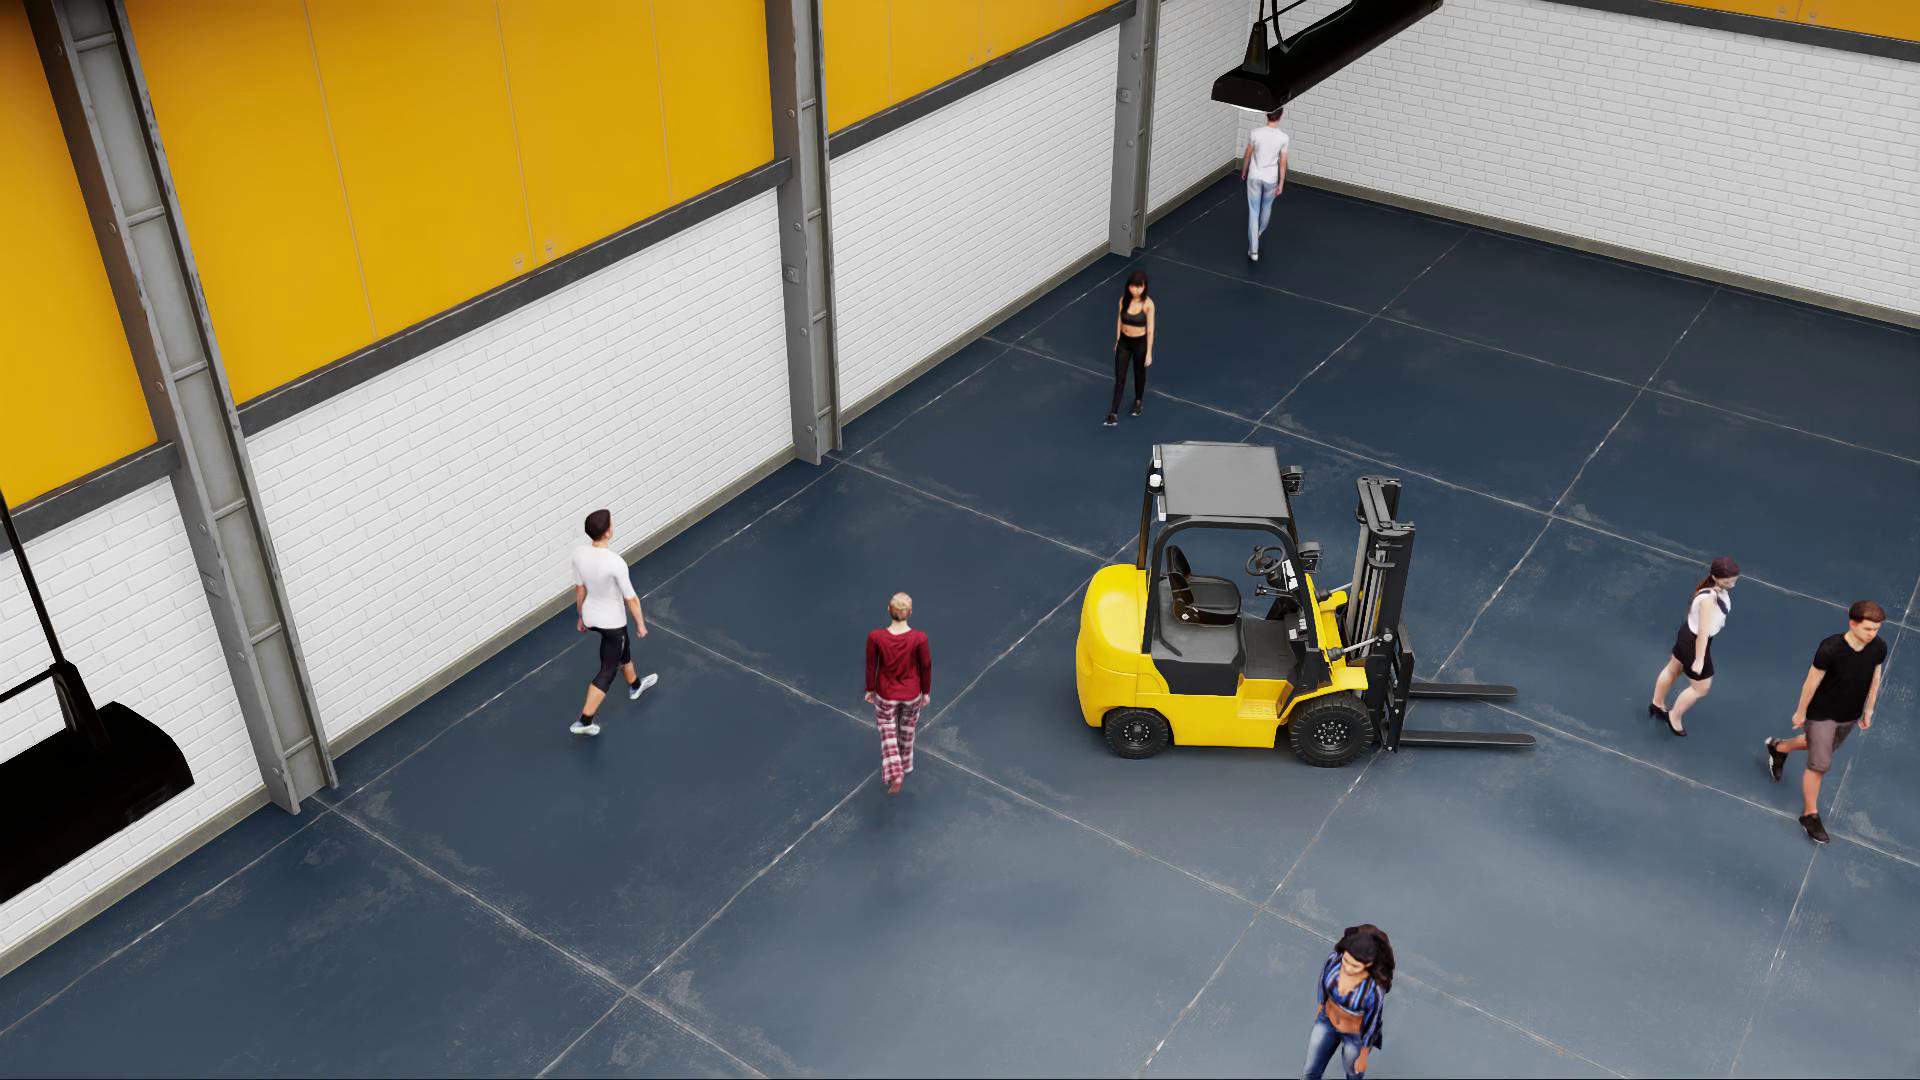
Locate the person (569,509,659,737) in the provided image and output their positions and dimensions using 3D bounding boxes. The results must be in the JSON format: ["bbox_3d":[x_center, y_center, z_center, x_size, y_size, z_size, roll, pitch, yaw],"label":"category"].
[{"bbox_3d":[-2.704,0.644,12.442,0.687,1.822,1.190,20,39,27],"label":"person"}]

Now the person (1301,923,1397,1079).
[{"bbox_3d":[2.241,2.750,9.476,0.785,1.598,0.702,-29,43,-36],"label":"person"}]

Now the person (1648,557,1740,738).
[{"bbox_3d":[5.437,0.790,12.395,0.770,1.629,0.590,7,34,10],"label":"person"}]

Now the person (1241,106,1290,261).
[{"bbox_3d":[3.596,-4.211,19.779,1.066,1.784,1.345,4,34,5],"label":"person"}]

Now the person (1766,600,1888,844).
[{"bbox_3d":[6.082,1.143,11.679,1.163,1.835,1.230,-6,34,-8],"label":"person"}]

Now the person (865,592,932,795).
[{"bbox_3d":[-0.446,1.111,11.869,0.888,1.678,0.972,-1,34,-1],"label":"person"}]

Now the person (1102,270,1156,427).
[{"bbox_3d":[1.763,-1.953,16.533,0.709,1.617,1.000,14,36,20],"label":"person"}]
